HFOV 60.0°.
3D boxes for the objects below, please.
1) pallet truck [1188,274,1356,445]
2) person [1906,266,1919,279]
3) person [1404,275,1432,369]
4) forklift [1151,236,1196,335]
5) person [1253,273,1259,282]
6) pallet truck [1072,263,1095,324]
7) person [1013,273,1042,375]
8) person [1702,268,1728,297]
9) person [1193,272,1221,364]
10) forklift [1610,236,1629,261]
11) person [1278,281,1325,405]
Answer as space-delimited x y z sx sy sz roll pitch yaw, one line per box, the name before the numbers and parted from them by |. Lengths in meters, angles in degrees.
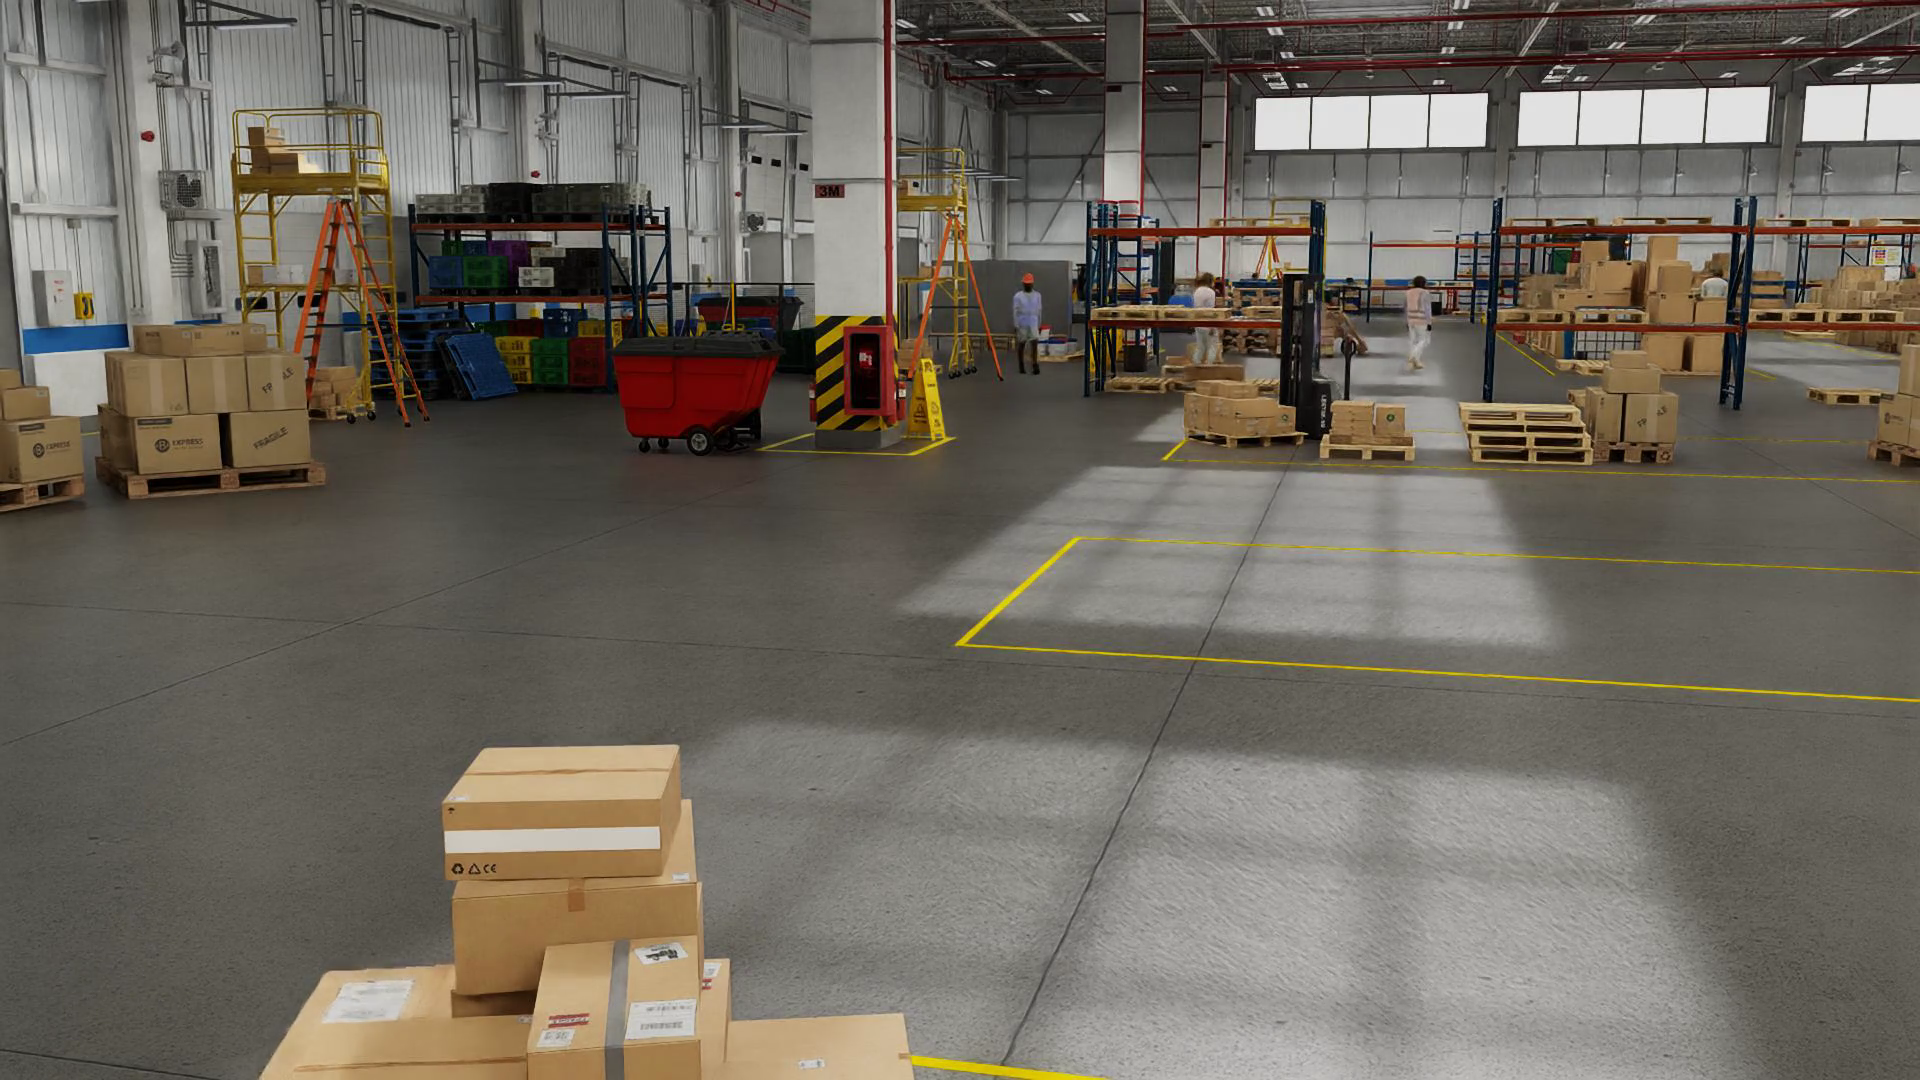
pallet truck | 3.653 -2.138 19.590 1.885 1.965 0.823 -4 10 -20
person | 28.642 -7.260 49.934 0.616 1.928 1.062 -1 10 -5
person | 8.921 -4.227 32.377 0.433 1.831 0.653 -6 11 -32
forklift | 5.866 -7.214 46.878 1.873 2.768 1.129 2 10 14
person | 10.529 -8.728 59.402 0.823 1.647 0.534 -1 10 -4
pallet truck | 4.325 -8.180 55.162 0.823 1.965 1.885 6 11 31
person | 1.262 -4.014 30.981 0.572 1.880 1.003 -2 10 -10
person | 19.289 -5.975 42.481 0.649 1.894 0.860 5 11 28
person | 4.398 -3.796 29.573 0.551 1.919 0.665 -4 10 -22
forklift | 20.278 -7.973 51.347 1.873 2.768 1.129 5 11 29
person | 5.072 -2.832 24.071 0.864 1.868 0.671 2 10 12
